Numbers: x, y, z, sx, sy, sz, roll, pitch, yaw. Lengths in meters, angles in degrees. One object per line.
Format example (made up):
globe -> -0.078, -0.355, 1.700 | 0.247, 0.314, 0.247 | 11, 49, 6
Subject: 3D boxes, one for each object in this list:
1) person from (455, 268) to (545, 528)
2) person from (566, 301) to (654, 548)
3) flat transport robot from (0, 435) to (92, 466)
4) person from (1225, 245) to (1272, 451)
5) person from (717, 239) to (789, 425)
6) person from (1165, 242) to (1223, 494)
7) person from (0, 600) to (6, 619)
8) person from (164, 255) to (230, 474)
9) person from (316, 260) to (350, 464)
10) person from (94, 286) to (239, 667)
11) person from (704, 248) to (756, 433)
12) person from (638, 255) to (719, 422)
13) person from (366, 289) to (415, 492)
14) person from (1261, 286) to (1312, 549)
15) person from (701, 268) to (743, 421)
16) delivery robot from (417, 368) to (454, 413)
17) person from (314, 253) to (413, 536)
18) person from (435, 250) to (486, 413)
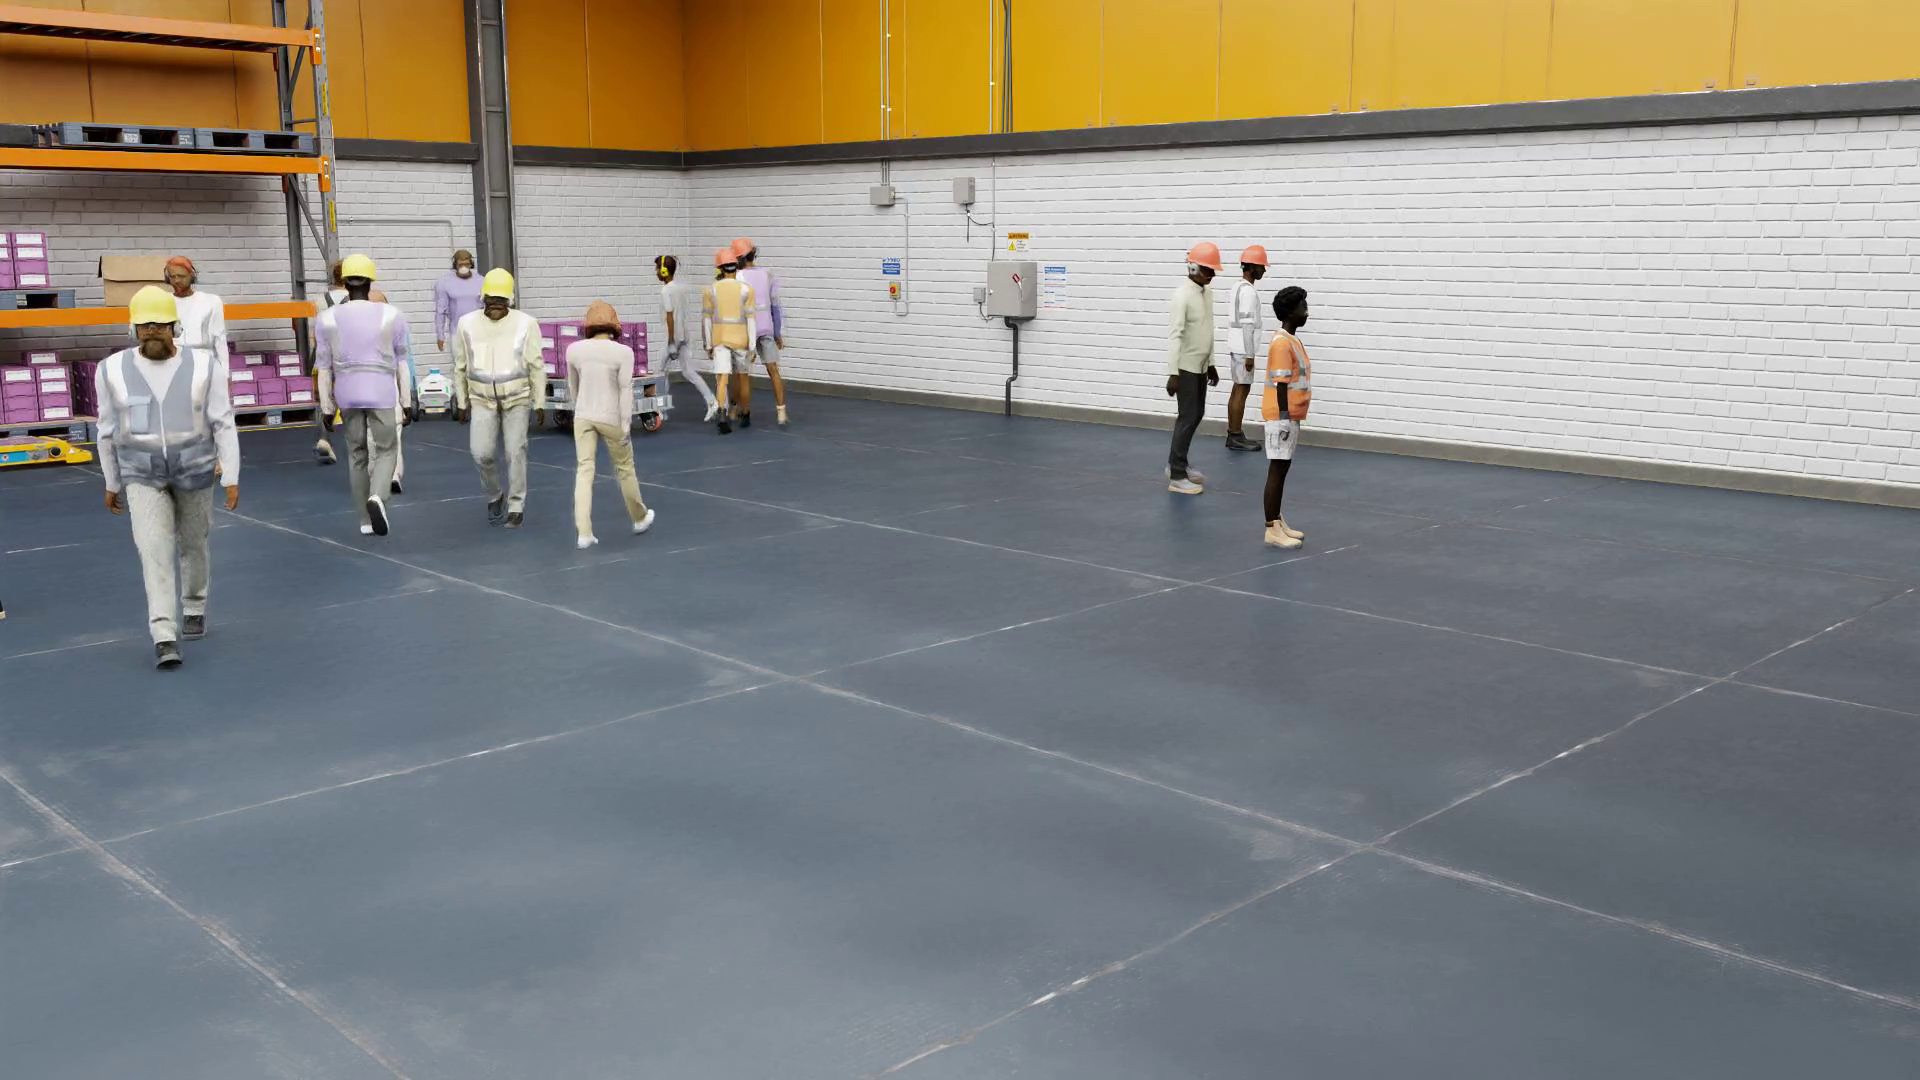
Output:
person -> -3.165, -0.963, 11.458 | 0.626, 1.796, 0.419 | -1, 10, -5
person -> -2.348, -0.778, 11.004 | 0.500, 1.590, 0.820 | 2, 11, 9
flat transport robot -> -8.415, -0.744, 14.429 | 0.652, 0.197, 1.431 | 10, 14, 42
person -> 2.717, -1.801, 15.678 | 0.380, 1.930, 0.543 | 0, 10, -1
person -> -2.239, -2.231, 17.883 | 0.717, 1.968, 1.034 | -8, 13, -38
person -> 1.822, -1.376, 13.274 | 0.602, 1.964, 0.837 | 6, 12, 29
person -> -5.273, -0.538, 8.678 | 0.607, 1.966, 0.367 | 10, 14, 43
person -> -6.211, -1.363, 13.455 | 0.590, 1.865, 0.650 | -2, 11, -13
person -> -5.521, -1.592, 14.869 | 0.528, 1.816, 0.894 | 1, 10, 5
person -> -3.809, -0.327, 8.032 | 0.613, 1.783, 0.925 | -5, 11, -24
person -> -2.369, -2.051, 17.159 | 0.539, 1.905, 0.922 | 0, 10, -3
person -> -3.042, -2.182, 18.068 | 0.969, 1.824, 0.531 | 3, 11, 17
person -> -4.597, -1.183, 13.207 | 0.529, 1.603, 0.841 | -4, 11, -21
person -> 2.130, -0.802, 10.858 | 0.317, 1.696, 0.539 | 3, 11, 16
person -> -2.550, -2.149, 18.139 | 0.524, 1.720, 0.834 | -2, 11, -11
delivery robot -> -5.778, -1.649, 18.335 | 0.477, 0.478, 0.707 | -2, 11, -13
person -> -3.956, -0.941, 11.042 | 0.588, 1.904, 0.640 | -2, 11, -13
person -> -5.551, -2.318, 18.711 | 0.675, 1.875, 0.742 | -3, 11, -18
